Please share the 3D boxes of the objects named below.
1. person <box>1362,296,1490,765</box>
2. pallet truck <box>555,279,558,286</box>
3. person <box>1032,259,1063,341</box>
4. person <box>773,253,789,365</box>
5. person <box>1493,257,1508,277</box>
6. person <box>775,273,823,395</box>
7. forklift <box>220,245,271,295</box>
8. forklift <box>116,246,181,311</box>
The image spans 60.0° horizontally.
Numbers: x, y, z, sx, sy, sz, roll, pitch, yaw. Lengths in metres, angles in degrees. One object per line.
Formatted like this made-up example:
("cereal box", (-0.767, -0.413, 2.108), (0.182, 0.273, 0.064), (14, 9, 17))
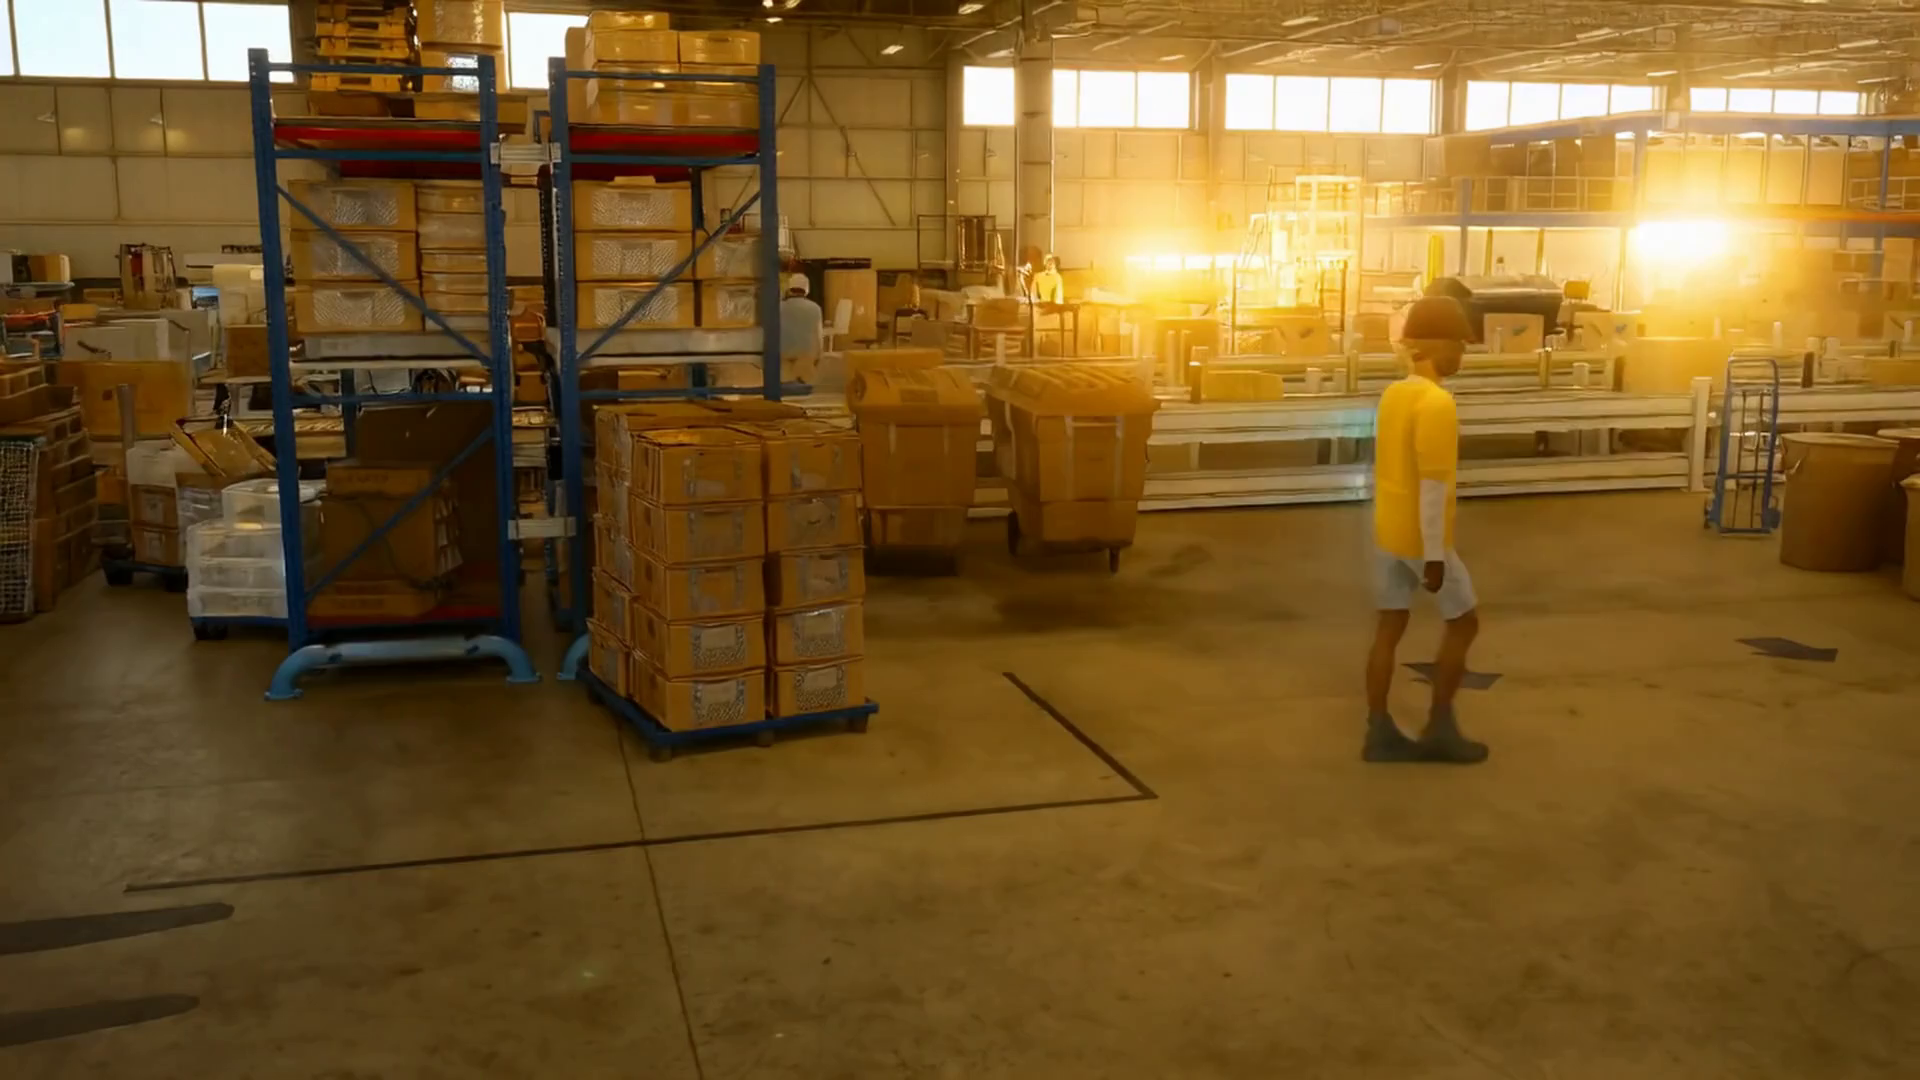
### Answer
("person", (1.962, -0.023, 6.789), (0.649, 1.919, 0.570), (-2, 10, -11))
("pallet truck", (-10.604, -6.375, 44.520), (0.653, 1.274, 1.630), (-3, 10, -15))
("person", (1.818, -4.896, 34.584), (0.650, 1.874, 0.857), (0, 10, 1))
("person", (-3.252, -3.963, 28.787), (0.628, 2.033, 0.446), (-6, 12, -29))
("person", (16.627, -7.801, 51.206), (0.531, 1.798, 0.966), (0, 10, -1))
("person", (-1.856, -2.147, 19.133), (0.609, 1.818, 0.419), (2, 10, 12))
("forklift", (-17.749, -6.334, 41.440), (1.157, 1.987, 2.680), (-3, 10, -17))
("forklift", (-19.966, -6.232, 40.894), (1.157, 1.987, 2.680), (-3, 10, -15))
